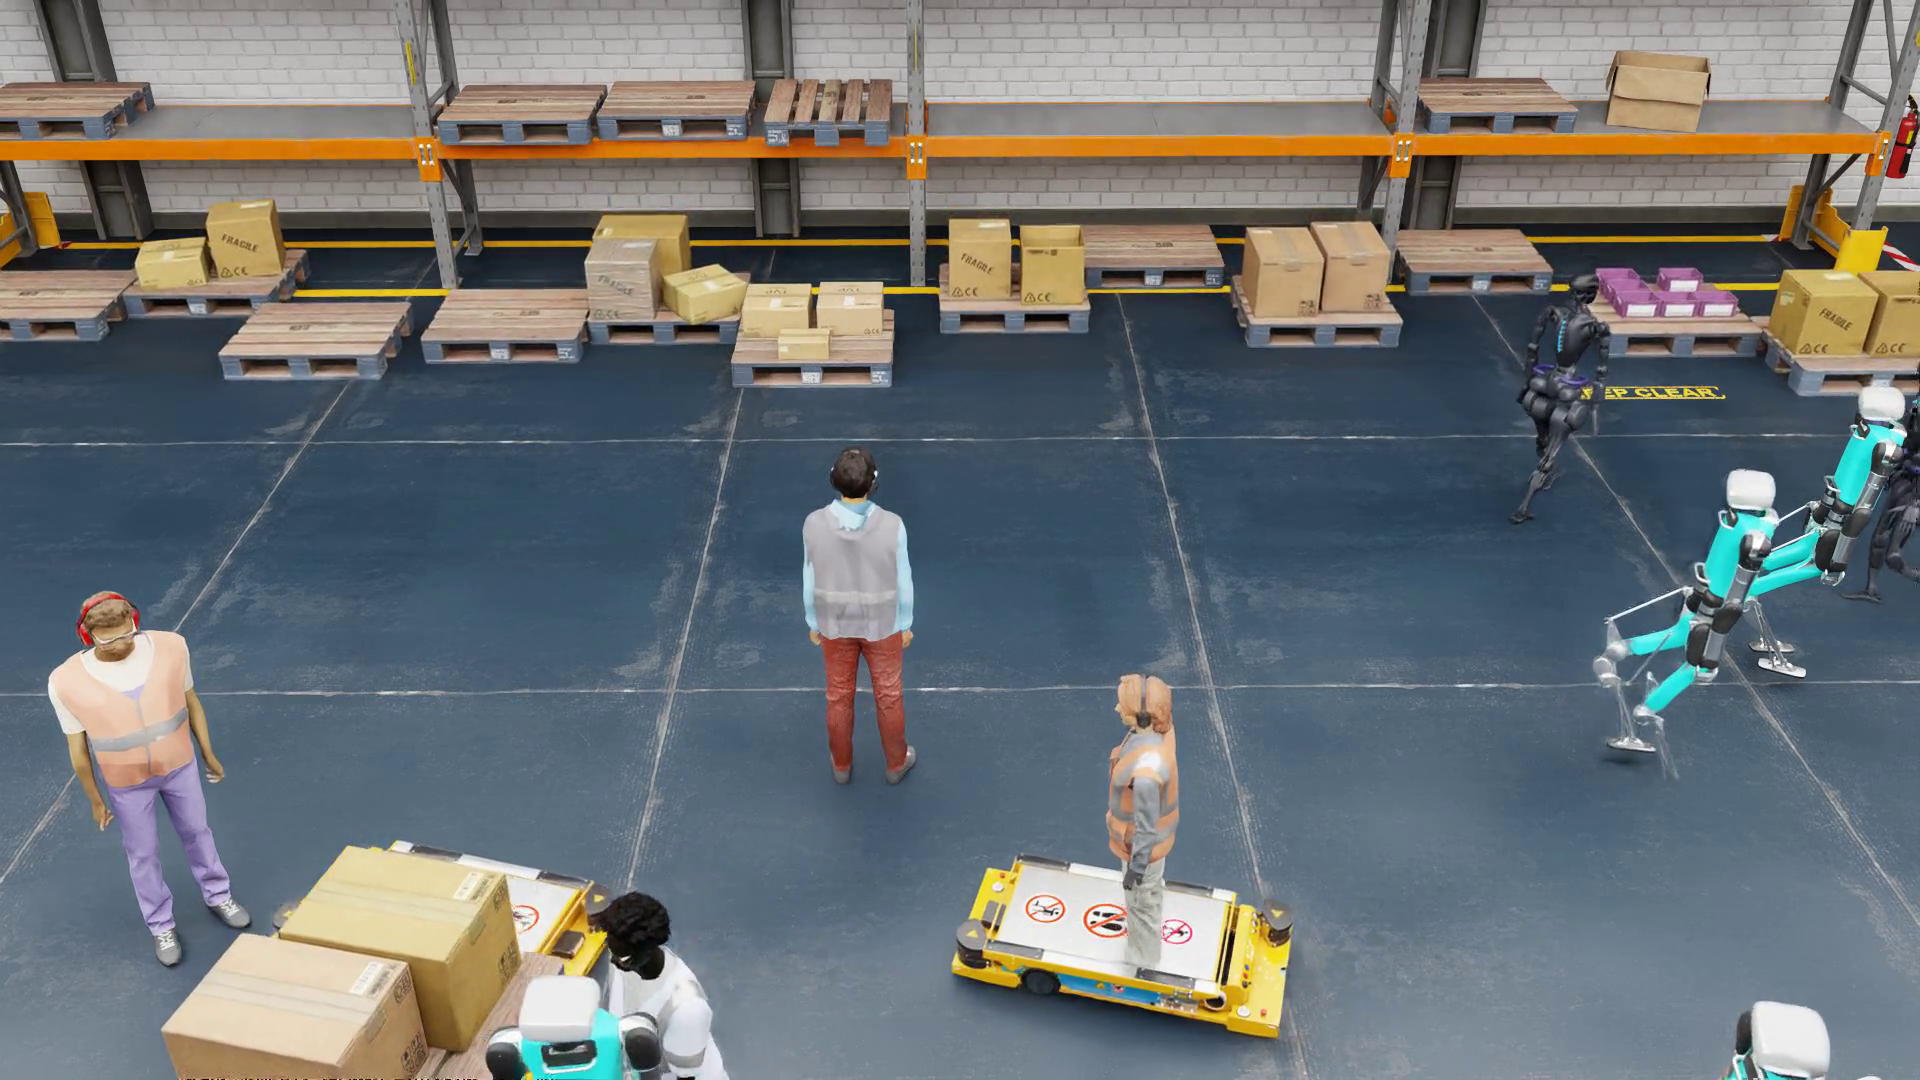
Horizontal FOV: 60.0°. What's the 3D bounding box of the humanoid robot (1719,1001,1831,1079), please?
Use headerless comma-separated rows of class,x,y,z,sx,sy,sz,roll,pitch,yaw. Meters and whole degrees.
humanoid robot,2.208,2.193,5.384,0.785,1.814,0.532,4,31,7

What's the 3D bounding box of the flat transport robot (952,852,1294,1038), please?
flat transport robot,0.738,1.790,7.430,1.431,0.231,0.659,8,32,13

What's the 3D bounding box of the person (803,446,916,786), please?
person,-0.494,0.415,8.156,0.534,1.880,0.417,3,31,5

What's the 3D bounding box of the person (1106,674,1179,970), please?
person,0.759,1.251,6.998,0.308,1.636,0.521,5,31,7

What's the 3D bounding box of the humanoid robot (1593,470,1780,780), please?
humanoid robot,3.513,0.454,8.250,0.822,1.803,0.550,7,32,12

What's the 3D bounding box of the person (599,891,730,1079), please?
person,-1.033,1.893,5.915,0.541,1.653,0.869,26,39,36

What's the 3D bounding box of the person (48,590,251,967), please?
person,-3.512,1.001,7.221,0.563,1.838,0.391,-27,40,-37

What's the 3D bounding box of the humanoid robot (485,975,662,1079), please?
humanoid robot,-1.134,2.245,5.242,0.581,1.778,0.792,-3,31,-5

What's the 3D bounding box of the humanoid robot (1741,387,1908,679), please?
humanoid robot,4.505,-0.057,8.950,0.735,1.677,0.533,7,32,12

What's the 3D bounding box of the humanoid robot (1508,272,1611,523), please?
humanoid robot,3.844,-0.942,10.651,0.778,1.621,0.603,-23,38,-33

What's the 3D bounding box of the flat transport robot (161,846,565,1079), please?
flat transport robot,-2.248,2.256,6.654,1.431,0.231,0.659,7,32,11

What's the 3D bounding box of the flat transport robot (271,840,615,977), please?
flat transport robot,-2.316,1.730,7.530,1.431,0.231,0.659,8,32,14

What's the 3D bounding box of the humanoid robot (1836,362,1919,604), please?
humanoid robot,5.577,-0.322,9.589,0.532,1.635,0.609,8,32,12
